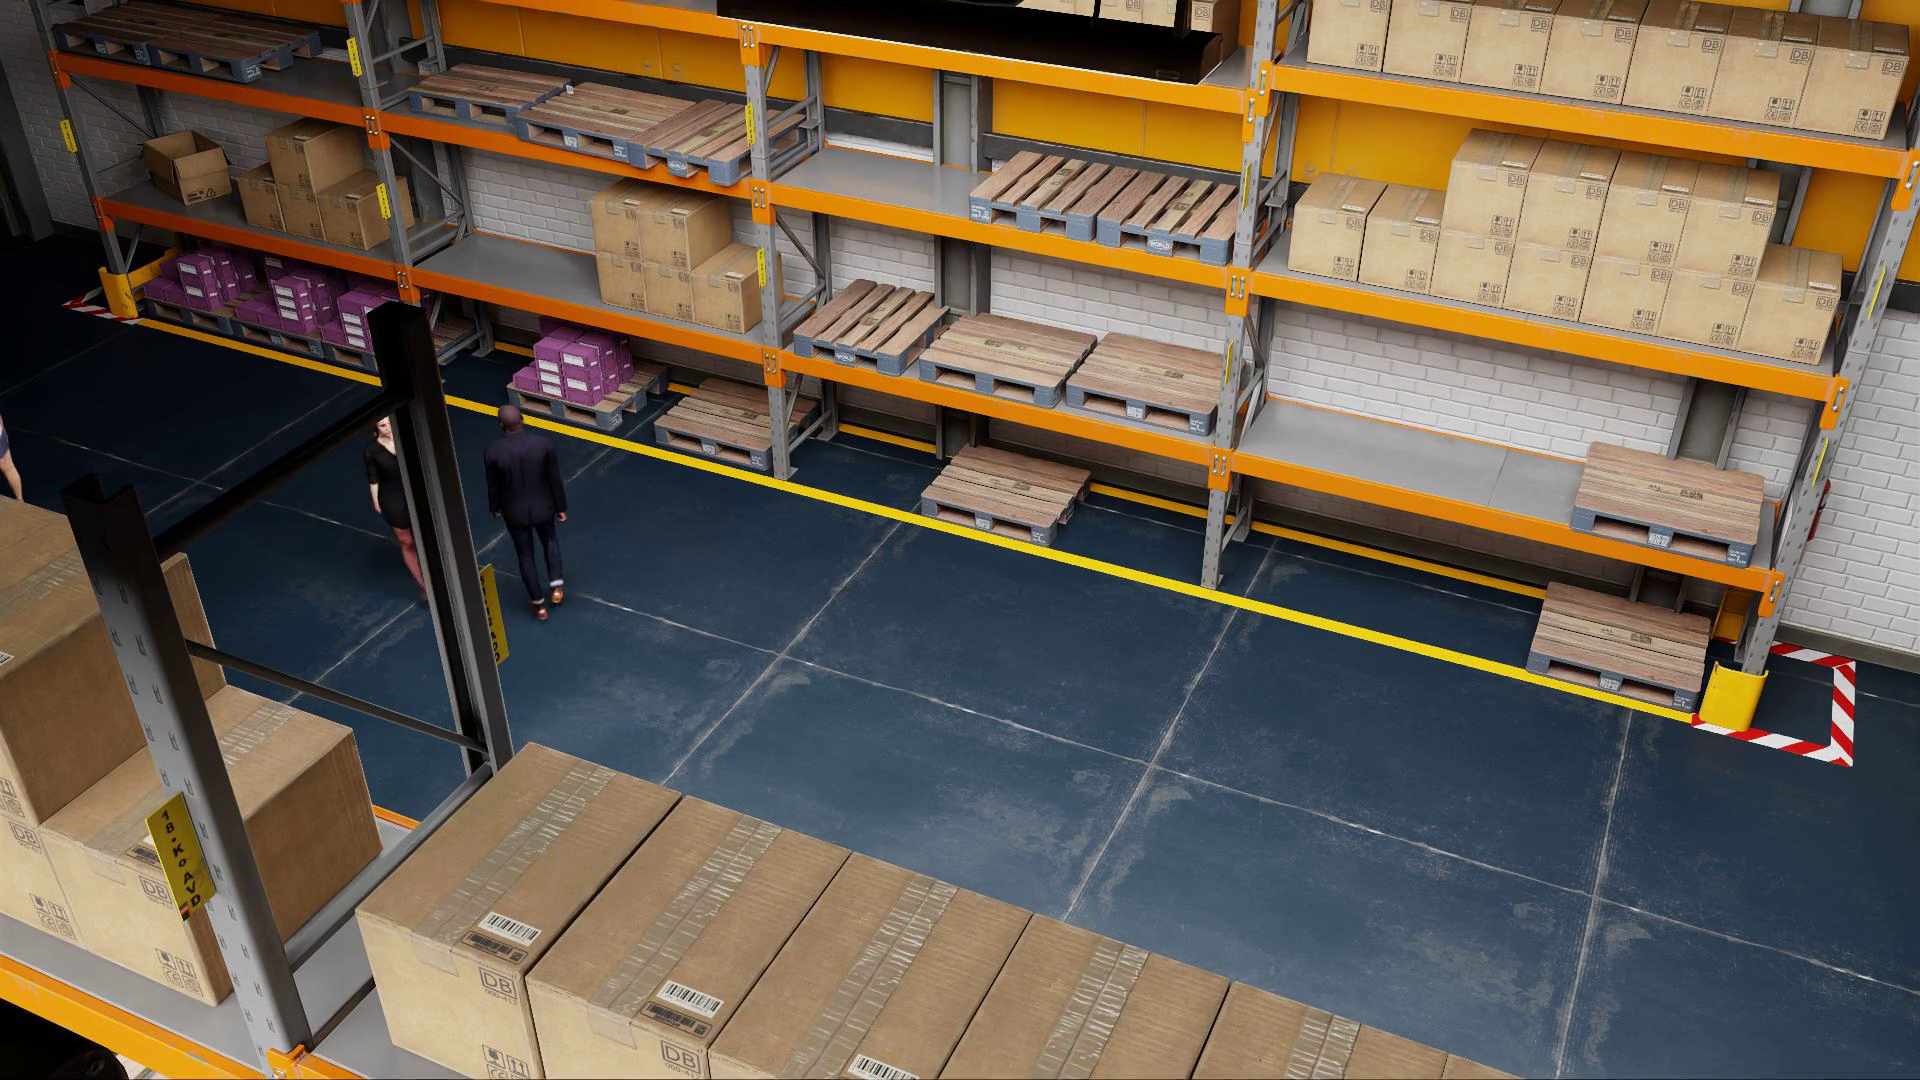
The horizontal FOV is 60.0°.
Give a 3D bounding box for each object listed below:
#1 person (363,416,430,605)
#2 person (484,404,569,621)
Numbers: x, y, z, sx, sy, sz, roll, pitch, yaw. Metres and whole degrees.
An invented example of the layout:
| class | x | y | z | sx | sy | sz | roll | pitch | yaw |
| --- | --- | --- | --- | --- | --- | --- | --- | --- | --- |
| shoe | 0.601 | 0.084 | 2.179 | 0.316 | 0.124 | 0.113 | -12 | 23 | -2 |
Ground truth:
| class | x | y | z | sx | sy | sz | roll | pitch | yaw |
| --- | --- | --- | --- | --- | --- | --- | --- | --- | --- |
| person | -4.436 | -0.358 | 13.118 | 0.870 | 1.664 | 1.103 | -26 | 42 | -33 |
| person | -3.283 | -0.168 | 12.712 | 0.857 | 1.798 | 0.911 | -13 | 36 | -18 |
